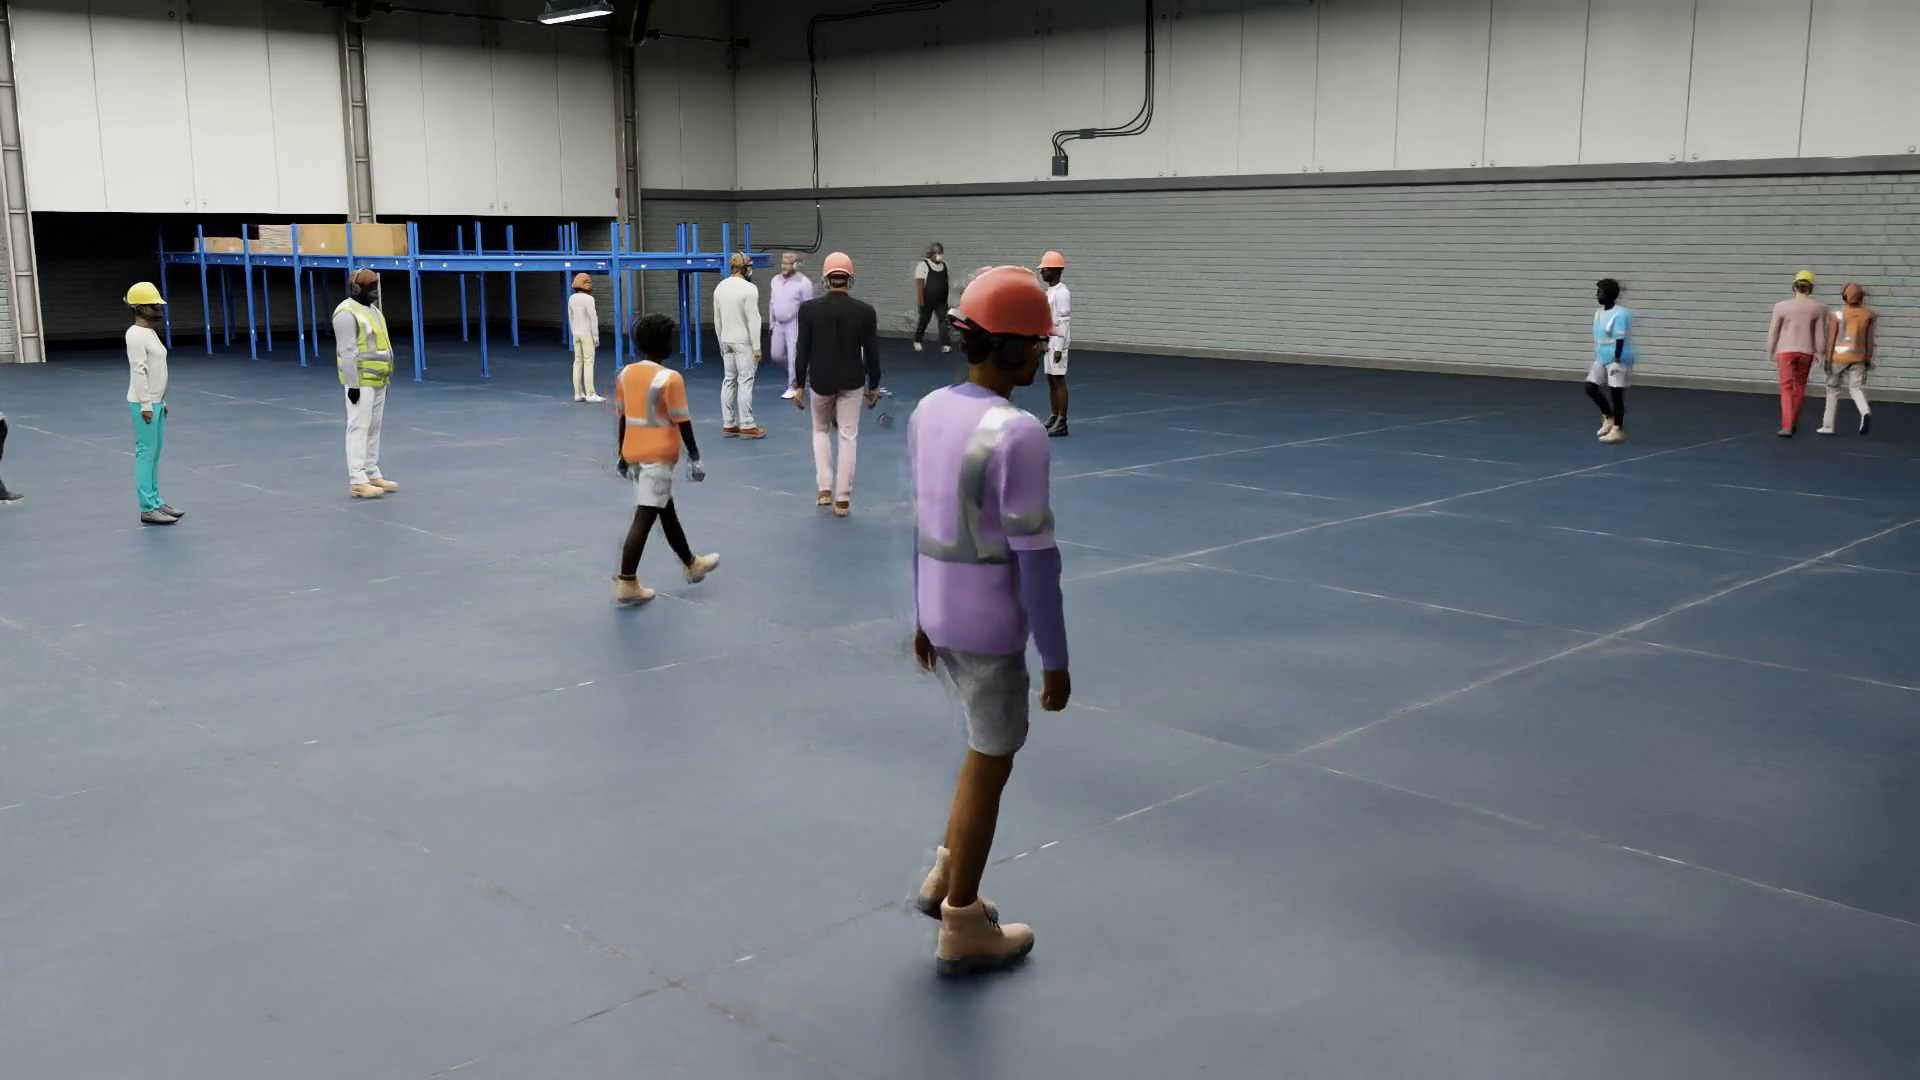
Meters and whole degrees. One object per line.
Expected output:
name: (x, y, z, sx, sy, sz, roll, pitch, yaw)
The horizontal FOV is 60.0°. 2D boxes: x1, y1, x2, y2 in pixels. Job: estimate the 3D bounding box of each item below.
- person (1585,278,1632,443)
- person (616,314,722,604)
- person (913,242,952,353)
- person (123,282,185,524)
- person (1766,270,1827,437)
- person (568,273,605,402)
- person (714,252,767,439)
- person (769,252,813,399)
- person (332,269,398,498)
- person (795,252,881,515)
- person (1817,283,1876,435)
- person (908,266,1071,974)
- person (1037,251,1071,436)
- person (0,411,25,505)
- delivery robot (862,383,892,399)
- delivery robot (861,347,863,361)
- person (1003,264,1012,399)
person: (6.648, -1.833, 17.012, 0.378, 1.678, 0.545, -2, 11, -13)
person: (-1.703, -0.485, 9.707, 0.861, 1.648, 0.553, -10, 14, -43)
person: (-0.512, -4.435, 30.327, 0.688, 2.000, 0.974, -5, 12, -26)
person: (-5.986, -1.016, 12.321, 0.312, 1.768, 0.522, -3, 11, -15)
person: (8.819, -1.969, 17.601, 0.524, 1.739, 0.631, 2, 11, 11)
person: (-4.796, -2.592, 21.266, 0.500, 1.635, 0.287, 8, 13, 38)
person: (-2.312, -2.043, 17.447, 0.635, 1.937, 0.352, 9, 14, 41)
person: (-2.200, -2.801, 21.700, 0.667, 1.891, 0.531, 7, 12, 32)
person: (-4.850, -1.290, 13.612, 0.428, 1.840, 0.631, 1, 10, 3)
person: (-0.929, -1.203, 12.755, 0.659, 1.972, 0.639, -1, 10, -3)
person: (9.345, -1.888, 17.458, 0.528, 1.616, 0.647, 0, 10, -1)
person: (0.084, 0.239, 4.771, 0.459, 2.022, 0.634, -6, 12, -28)
person: (0.985, -2.085, 17.672, 0.361, 1.940, 0.543, -2, 11, -12)
person: (-7.599, -1.208, 12.852, 0.634, 1.947, 0.657, 7, 12, 33)
delivery robot: (-1.110, -1.687, 18.431, 0.698, 0.223, 0.335, -2, 11, -11)
delivery robot: (-1.664, -2.854, 25.503, 0.477, 0.478, 0.707, 0, 10, -2)
person: (0.569, -2.507, 20.494, 0.531, 1.752, 0.455, 2, 11, 11)
